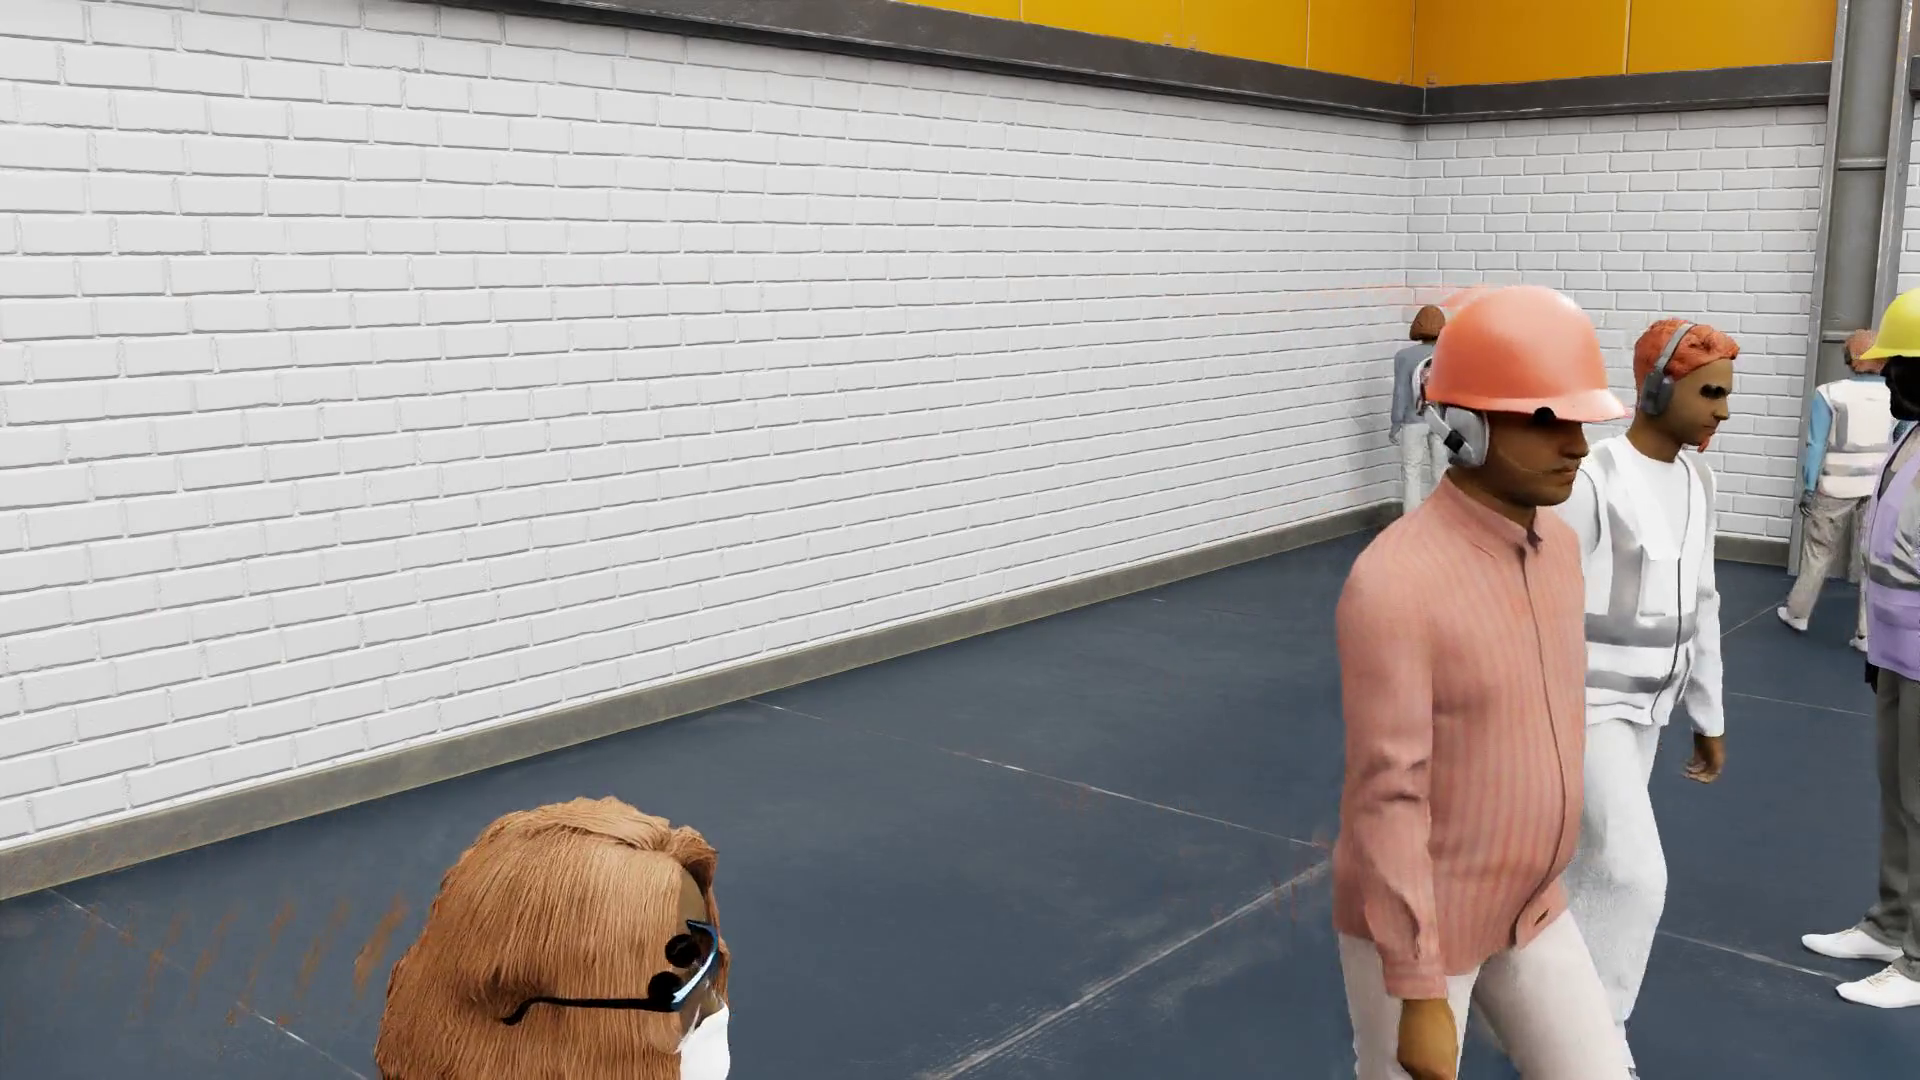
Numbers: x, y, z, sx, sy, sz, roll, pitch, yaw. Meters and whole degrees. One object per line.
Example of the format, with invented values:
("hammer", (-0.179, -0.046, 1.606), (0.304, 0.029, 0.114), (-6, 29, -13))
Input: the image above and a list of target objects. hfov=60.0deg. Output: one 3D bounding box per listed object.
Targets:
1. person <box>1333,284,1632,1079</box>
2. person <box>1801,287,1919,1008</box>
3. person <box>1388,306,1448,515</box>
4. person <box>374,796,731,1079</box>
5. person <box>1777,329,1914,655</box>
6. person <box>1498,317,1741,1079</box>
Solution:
("person", (0.873, 0.604, 2.557), (0.642, 1.959, 0.805), (-9, 13, -41))
("person", (2.549, 0.296, 4.434), (0.383, 1.923, 0.588), (3, 10, 16))
("person", (3.177, -0.777, 11.365), (0.501, 1.633, 0.279), (-1, 10, -8))
("person", (-0.275, 0.989, 1.360), (0.504, 1.615, 0.526), (0, 10, -1))
("person", (4.516, -0.260, 8.487), (0.546, 1.612, 0.729), (1, 10, 6))
("person", (1.599, 0.425, 3.866), (0.602, 1.859, 0.710), (-7, 12, -36))
